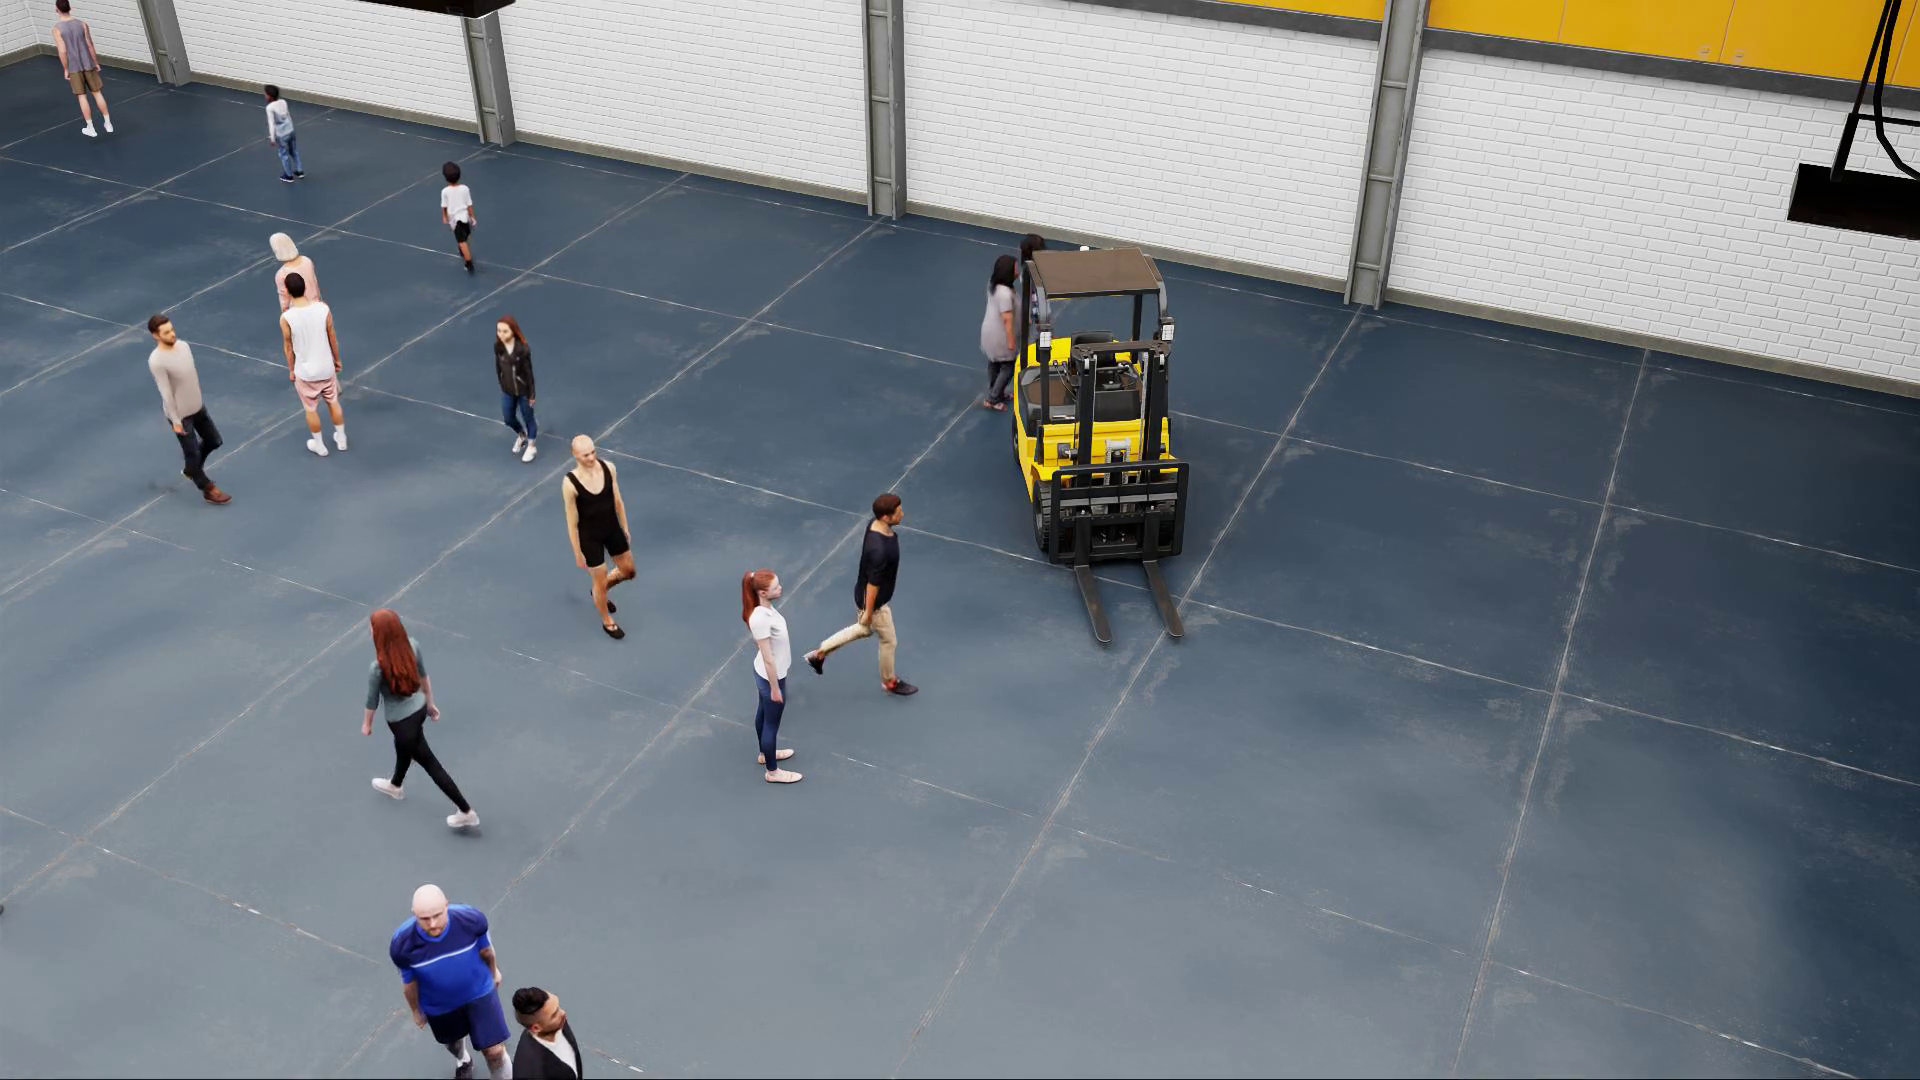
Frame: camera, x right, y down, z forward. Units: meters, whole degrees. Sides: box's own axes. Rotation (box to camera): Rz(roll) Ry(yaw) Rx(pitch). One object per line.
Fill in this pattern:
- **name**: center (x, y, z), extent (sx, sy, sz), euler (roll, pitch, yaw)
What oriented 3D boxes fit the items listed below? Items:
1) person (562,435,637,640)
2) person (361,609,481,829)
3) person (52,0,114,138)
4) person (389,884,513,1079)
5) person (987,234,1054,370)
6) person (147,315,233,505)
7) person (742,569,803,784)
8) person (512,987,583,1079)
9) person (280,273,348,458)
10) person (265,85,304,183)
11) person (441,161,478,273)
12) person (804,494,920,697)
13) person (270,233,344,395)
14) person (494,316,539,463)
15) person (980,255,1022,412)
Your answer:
- **person**: center (-2.887, -0.064, 13.082), extent (0.811, 1.807, 0.787), euler (26, 42, 34)
- **person**: center (-3.647, 1.256, 11.197), extent (1.166, 1.696, 0.590), euler (14, 36, 20)
- **person**: center (-11.791, -6.351, 22.267), extent (0.673, 1.844, 0.698), euler (27, 42, 35)
- **person**: center (-2.802, 2.482, 9.256), extent (1.049, 1.803, 1.124), euler (-13, 36, -19)
- **person**: center (0.804, -2.261, 16.586), extent (0.954, 1.589, 0.559), euler (13, 36, 18)
- **person**: center (-6.894, -1.144, 14.664), extent (0.780, 1.855, 0.702), euler (10, 35, 14)
- **person**: center (-1.348, 0.938, 11.636), extent (0.697, 1.739, 0.651), euler (-8, 34, -12)
- **person**: center (-2.162, 2.940, 8.464), extent (1.166, 1.917, 0.946), euler (3, 34, 5)
- **person**: center (-6.000, -1.612, 15.438), extent (0.732, 1.779, 0.725), euler (-26, 42, -34)
- **person**: center (-8.684, -5.229, 21.347), extent (0.515, 1.260, 0.495), euler (16, 37, 23)
- **person**: center (-5.716, -3.670, 19.035), extent (0.791, 1.223, 0.961), euler (-20, 38, -27)
- **person**: center (-0.745, 0.446, 12.312), extent (1.205, 1.811, 1.008), euler (-3, 34, -5)
- **person**: center (-6.390, -2.201, 16.397), extent (0.907, 1.697, 0.592), euler (15, 36, 21)
- **person**: center (-4.076, -1.442, 15.455), extent (0.534, 1.476, 0.660), euler (8, 34, 12)
- **person**: center (0.383, -2.028, 16.220), extent (0.836, 1.605, 0.777), euler (-12, 35, -18)
